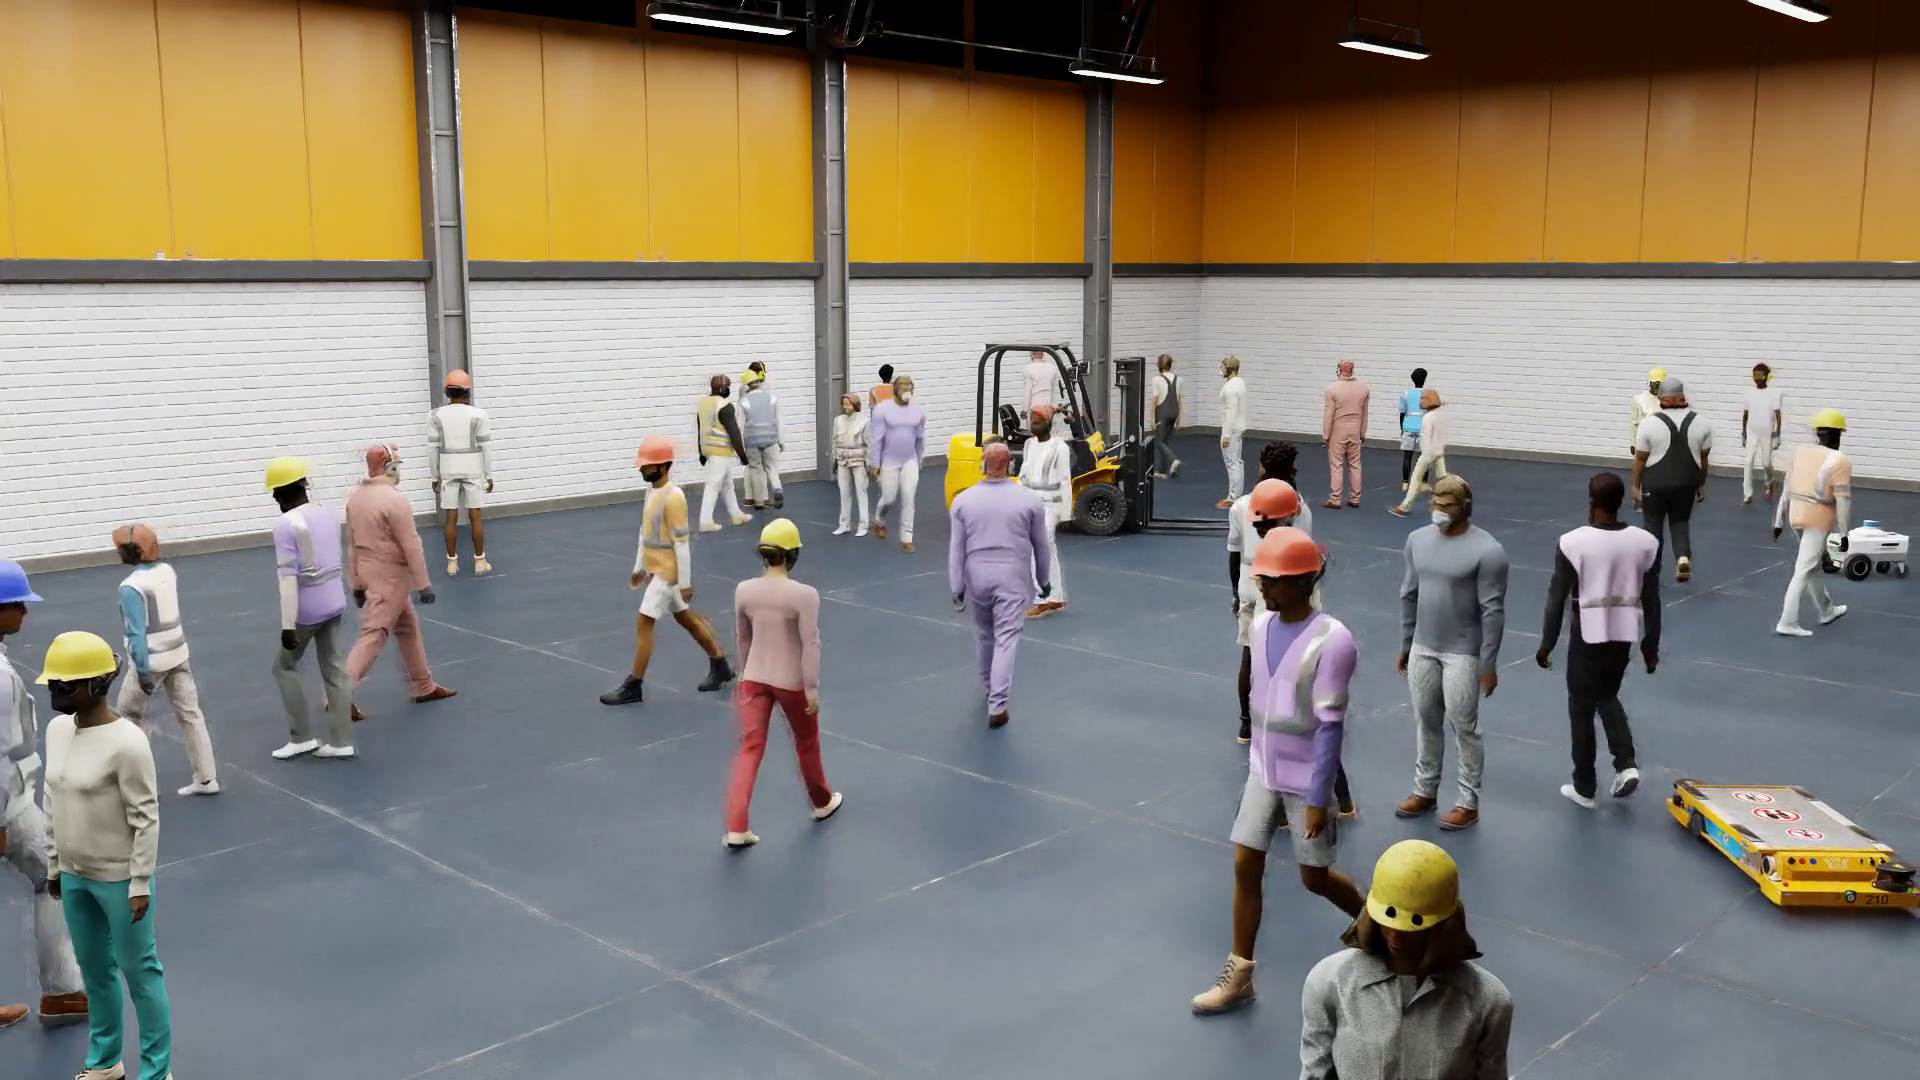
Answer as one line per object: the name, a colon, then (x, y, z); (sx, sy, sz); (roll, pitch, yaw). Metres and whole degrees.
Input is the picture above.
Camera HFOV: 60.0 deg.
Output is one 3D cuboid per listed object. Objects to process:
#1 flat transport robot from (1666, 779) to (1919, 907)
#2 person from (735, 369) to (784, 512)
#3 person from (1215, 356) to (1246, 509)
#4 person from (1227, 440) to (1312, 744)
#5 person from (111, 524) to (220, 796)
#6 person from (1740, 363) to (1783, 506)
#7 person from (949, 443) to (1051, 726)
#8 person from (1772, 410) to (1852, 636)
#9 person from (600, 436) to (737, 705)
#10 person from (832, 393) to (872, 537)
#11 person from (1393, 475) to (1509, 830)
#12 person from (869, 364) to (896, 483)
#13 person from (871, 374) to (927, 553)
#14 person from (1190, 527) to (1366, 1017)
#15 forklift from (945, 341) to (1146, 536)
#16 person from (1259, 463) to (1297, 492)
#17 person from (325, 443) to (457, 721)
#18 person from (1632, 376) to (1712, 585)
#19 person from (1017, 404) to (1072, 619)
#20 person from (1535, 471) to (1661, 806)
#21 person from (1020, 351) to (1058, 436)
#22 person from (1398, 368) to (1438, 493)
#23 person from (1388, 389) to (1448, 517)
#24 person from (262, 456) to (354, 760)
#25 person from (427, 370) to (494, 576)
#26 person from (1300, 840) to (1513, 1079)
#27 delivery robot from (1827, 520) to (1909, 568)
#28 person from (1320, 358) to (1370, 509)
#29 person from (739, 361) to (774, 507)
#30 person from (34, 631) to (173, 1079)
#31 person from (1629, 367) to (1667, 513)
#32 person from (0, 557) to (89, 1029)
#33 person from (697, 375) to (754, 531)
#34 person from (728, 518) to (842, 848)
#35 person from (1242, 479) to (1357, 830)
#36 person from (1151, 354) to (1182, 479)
flat transport robot: (4.215, 1.522, 8.506); (0.652, 0.197, 1.431); (0, 9, 2)
person: (-2.469, -1.213, 20.609); (0.649, 1.794, 0.567); (-5, 10, -27)
person: (3.441, -1.358, 21.064); (0.354, 1.937, 0.635); (3, 10, 20)
person: (1.972, 0.351, 10.516); (0.372, 1.960, 0.603); (-9, 13, -44)
person: (-4.663, 0.703, 9.471); (0.830, 1.602, 0.535); (1, 9, 5)
person: (10.365, -1.376, 21.480); (0.520, 1.842, 0.778); (7, 12, 37)
person: (0.283, 0.274, 11.310); (0.653, 1.854, 0.982); (2, 10, 15)
person: (7.189, -0.148, 13.889); (1.041, 1.857, 0.639); (-3, 10, -19)
person: (-2.033, 0.196, 11.709); (0.997, 1.892, 0.550); (-4, 10, -22)
person: (-1.225, -0.854, 18.891); (0.522, 1.638, 0.310); (5, 11, 28)
person: (2.664, 0.600, 9.067); (0.357, 1.934, 0.637); (-7, 11, -35)
person: (-1.035, -1.635, 23.522); (0.531, 1.694, 0.320); (3, 10, 18)
person: (-0.684, -0.838, 17.924); (0.645, 1.921, 0.691); (-4, 10, -22)
person: (1.407, 0.933, 6.818); (0.914, 2.014, 0.609); (-6, 11, -32)
forklift: (0.977, -1.223, 19.452); (2.313, 2.155, 1.214); (2, 9, 11)
person: (2.041, 0.367, 10.792); (0.429, 1.842, 0.625); (7, 11, 36)
person: (-3.936, 0.276, 11.323); (0.987, 1.867, 0.641); (-8, 12, -41)
person: (6.764, -0.566, 15.896); (0.695, 2.000, 0.583); (1, 9, 6)
person: (0.670, -0.246, 14.494); (0.697, 1.862, 0.598); (-5, 10, -27)
person: (3.614, 0.566, 9.385); (0.615, 1.901, 0.444); (-2, 9, -11)
person: (1.167, -2.016, 25.205); (0.648, 1.904, 0.401); (-7, 12, -37)
person: (6.221, -1.489, 22.602); (0.532, 1.698, 0.319); (5, 11, 29)
person: (5.684, -1.029, 20.138); (0.898, 1.585, 0.500); (8, 12, 41)
person: (-4.036, 0.429, 10.234); (0.649, 1.885, 0.637); (2, 10, 14)
person: (-4.938, -0.663, 16.483); (0.615, 2.043, 0.373); (-1, 9, -8)
person: (1.035, 1.537, 3.929); (0.484, 1.739, 0.313); (2, 9, 10)
delivery robot: (8.935, 0.050, 16.372); (0.707, 0.478, 0.477); (-1, 9, -7)
person: (4.855, -1.346, 21.090); (0.648, 1.907, 0.401); (-3, 10, -19)
person: (-2.591, -1.347, 21.226); (0.535, 1.864, 0.309); (6, 11, 31)
person: (-3.083, 1.192, 5.959); (0.525, 1.769, 0.313); (4, 10, 24)
person: (8.635, -1.237, 20.688); (0.592, 1.825, 0.403); (2, 9, 11)
person: (-3.745, 1.011, 6.614); (0.608, 1.917, 0.744); (8, 12, 41)
person: (-2.706, -1.015, 19.380); (0.900, 1.801, 0.638); (-6, 11, -33)
person: (-0.963, 0.742, 8.867); (0.547, 1.716, 0.930); (4, 10, 24)
person: (1.830, 0.623, 8.940); (0.644, 1.943, 0.679); (3, 10, 18)
person: (2.989, -1.751, 23.823); (0.514, 1.828, 0.674); (-5, 11, -29)
